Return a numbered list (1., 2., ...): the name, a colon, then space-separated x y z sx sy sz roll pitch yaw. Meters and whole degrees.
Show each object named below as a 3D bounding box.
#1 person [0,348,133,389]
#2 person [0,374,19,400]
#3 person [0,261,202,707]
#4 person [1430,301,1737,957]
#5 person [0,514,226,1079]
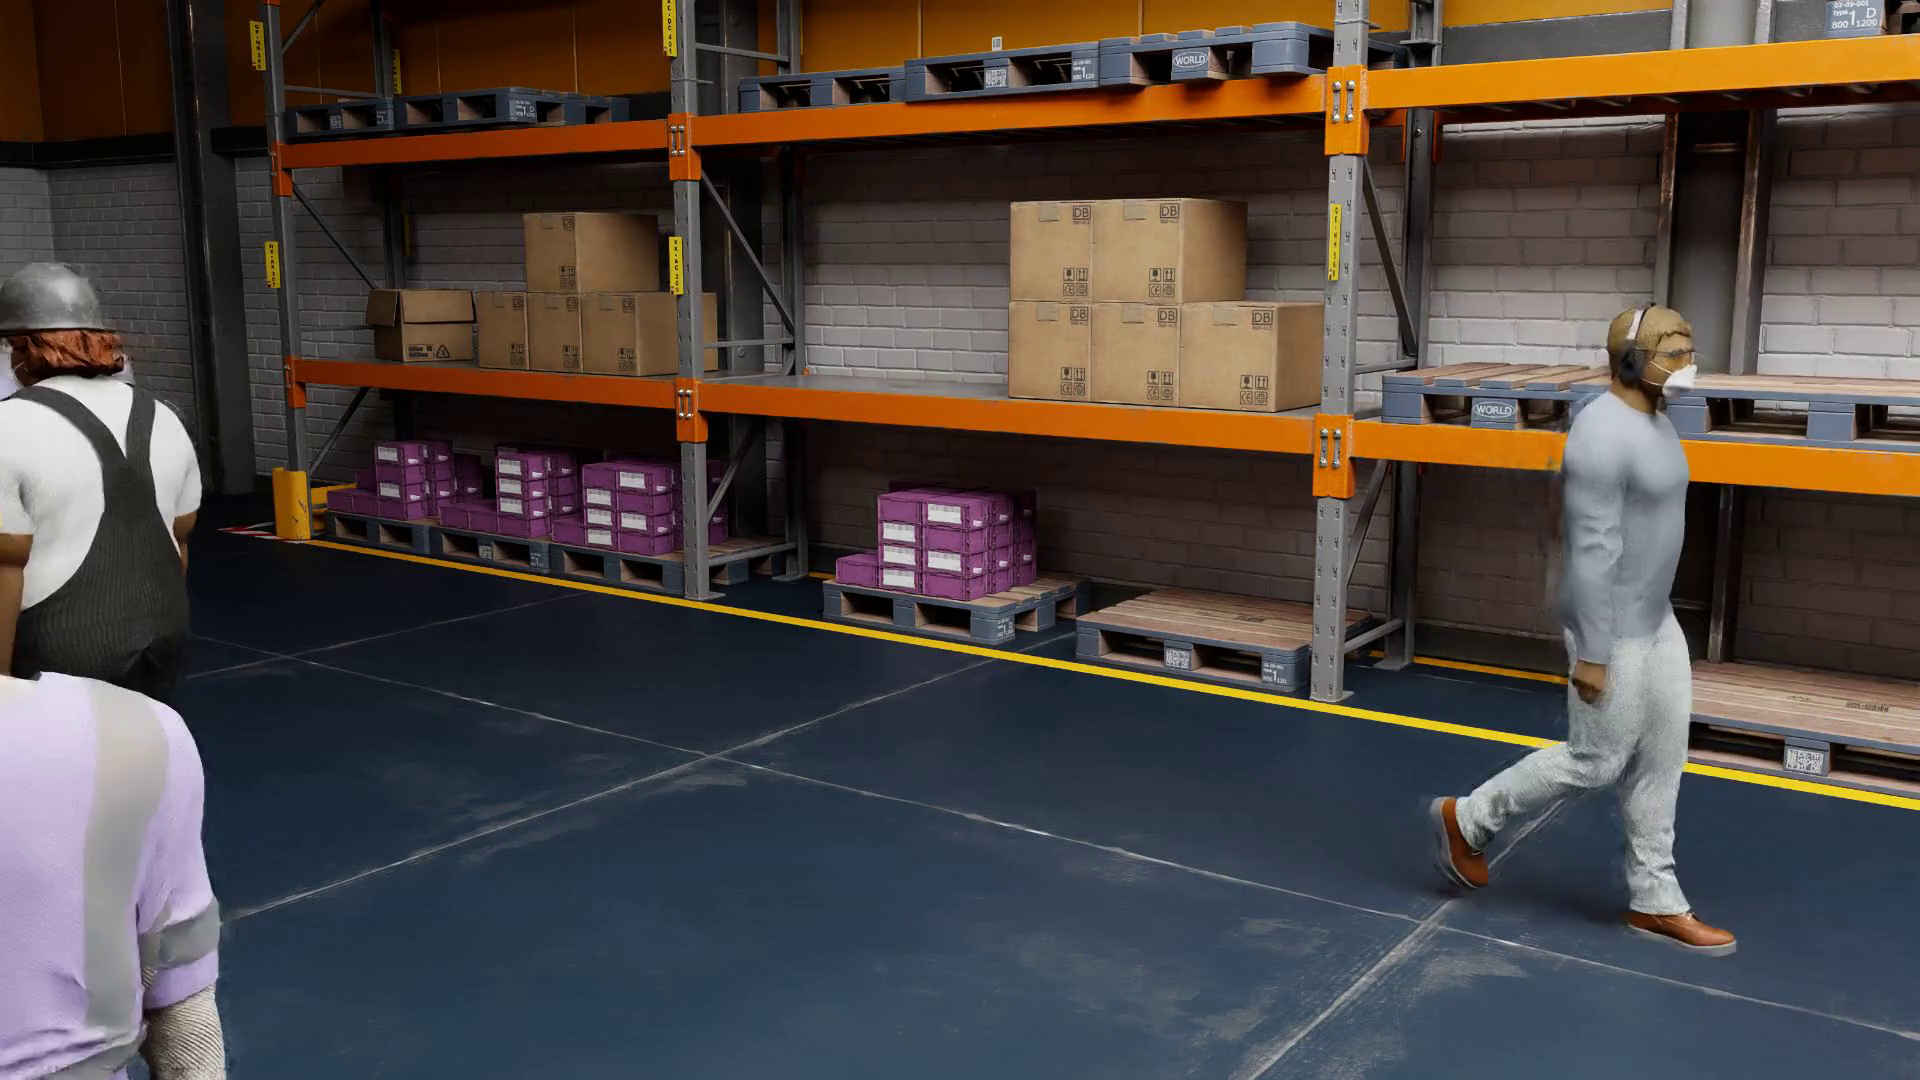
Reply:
1. person: -4.327 -0.312 8.122 0.608 1.963 0.370 -6 11 -32
2. person: -3.963 -0.023 6.586 0.870 1.913 0.627 6 11 33
3. person: -2.406 0.254 4.526 0.538 2.000 0.700 4 10 20
4. person: 1.894 0.248 4.948 0.833 1.916 0.640 8 12 38
5. person: -1.061 0.777 1.778 0.576 1.914 0.595 9 13 43
